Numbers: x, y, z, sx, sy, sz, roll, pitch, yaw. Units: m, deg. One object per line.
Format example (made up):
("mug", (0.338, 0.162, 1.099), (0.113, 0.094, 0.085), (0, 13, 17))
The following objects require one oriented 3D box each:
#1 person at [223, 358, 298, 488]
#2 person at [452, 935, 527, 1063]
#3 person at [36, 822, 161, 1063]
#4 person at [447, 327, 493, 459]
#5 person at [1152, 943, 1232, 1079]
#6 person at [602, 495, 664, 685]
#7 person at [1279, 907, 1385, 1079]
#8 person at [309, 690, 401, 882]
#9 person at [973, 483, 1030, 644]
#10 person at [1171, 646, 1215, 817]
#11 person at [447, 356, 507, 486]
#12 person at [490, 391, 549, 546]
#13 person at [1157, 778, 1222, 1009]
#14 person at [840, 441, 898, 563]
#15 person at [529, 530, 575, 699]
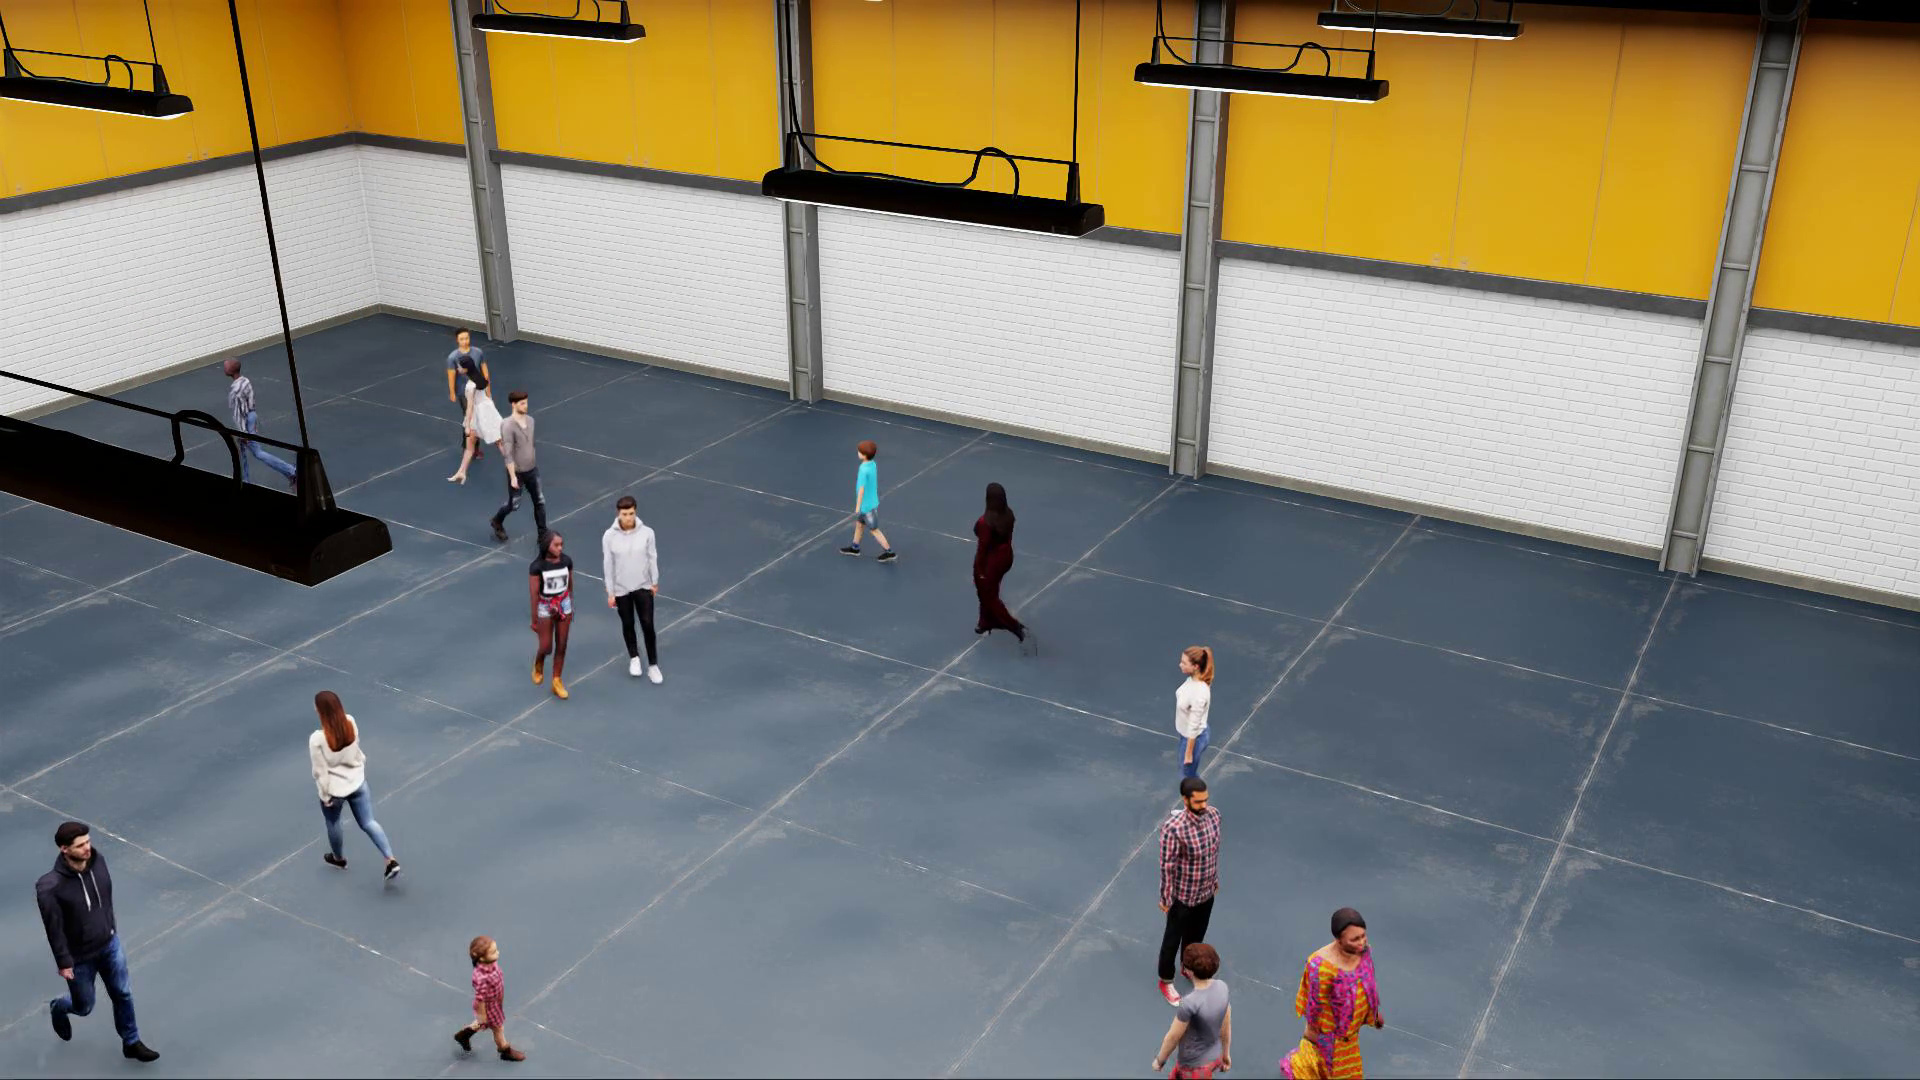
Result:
("person", (-8.705, -1.380, 20.555), (1.183, 1.759, 1.107), (-6, 24, -13))
("person", (-3.230, 3.101, 11.238), (0.771, 1.010, 0.617), (1, 24, 2))
("person", (-5.884, 2.693, 11.102), (1.073, 1.867, 0.718), (10, 26, 22))
("person", (-6.450, -1.945, 21.803), (0.739, 1.793, 0.749), (-17, 29, -34))
("person", (1.529, 3.254, 10.151), (0.800, 1.601, 1.181), (-21, 31, -39))
("person", (-3.230, 0.421, 16.246), (0.942, 1.909, 1.001), (-6, 24, -13))
("person", (2.381, 2.998, 10.642), (0.907, 1.677, 1.229), (-19, 30, -36))
("person", (-4.772, 1.956, 13.046), (1.119, 1.659, 0.725), (18, 29, 35))
("person", (0.410, 0.270, 16.803), (0.978, 1.740, 0.707), (16, 28, 32))
("person", (1.925, 1.643, 13.690), (0.647, 1.718, 0.677), (4, 24, 8))
("person", (-5.853, -1.447, 20.782), (1.266, 1.699, 1.029), (1, 24, 3))
("person", (-5.105, -0.802, 19.087), (1.158, 1.874, 0.727), (15, 28, 31))
("person", (1.629, 2.453, 11.783), (0.774, 1.761, 0.727), (-17, 29, -34))
("person", (-0.979, -0.413, 18.765), (0.992, 1.419, 0.702), (6, 24, 13))
("person", (-3.923, 0.682, 15.907), (0.759, 1.702, 0.866), (-16, 28, -32))
